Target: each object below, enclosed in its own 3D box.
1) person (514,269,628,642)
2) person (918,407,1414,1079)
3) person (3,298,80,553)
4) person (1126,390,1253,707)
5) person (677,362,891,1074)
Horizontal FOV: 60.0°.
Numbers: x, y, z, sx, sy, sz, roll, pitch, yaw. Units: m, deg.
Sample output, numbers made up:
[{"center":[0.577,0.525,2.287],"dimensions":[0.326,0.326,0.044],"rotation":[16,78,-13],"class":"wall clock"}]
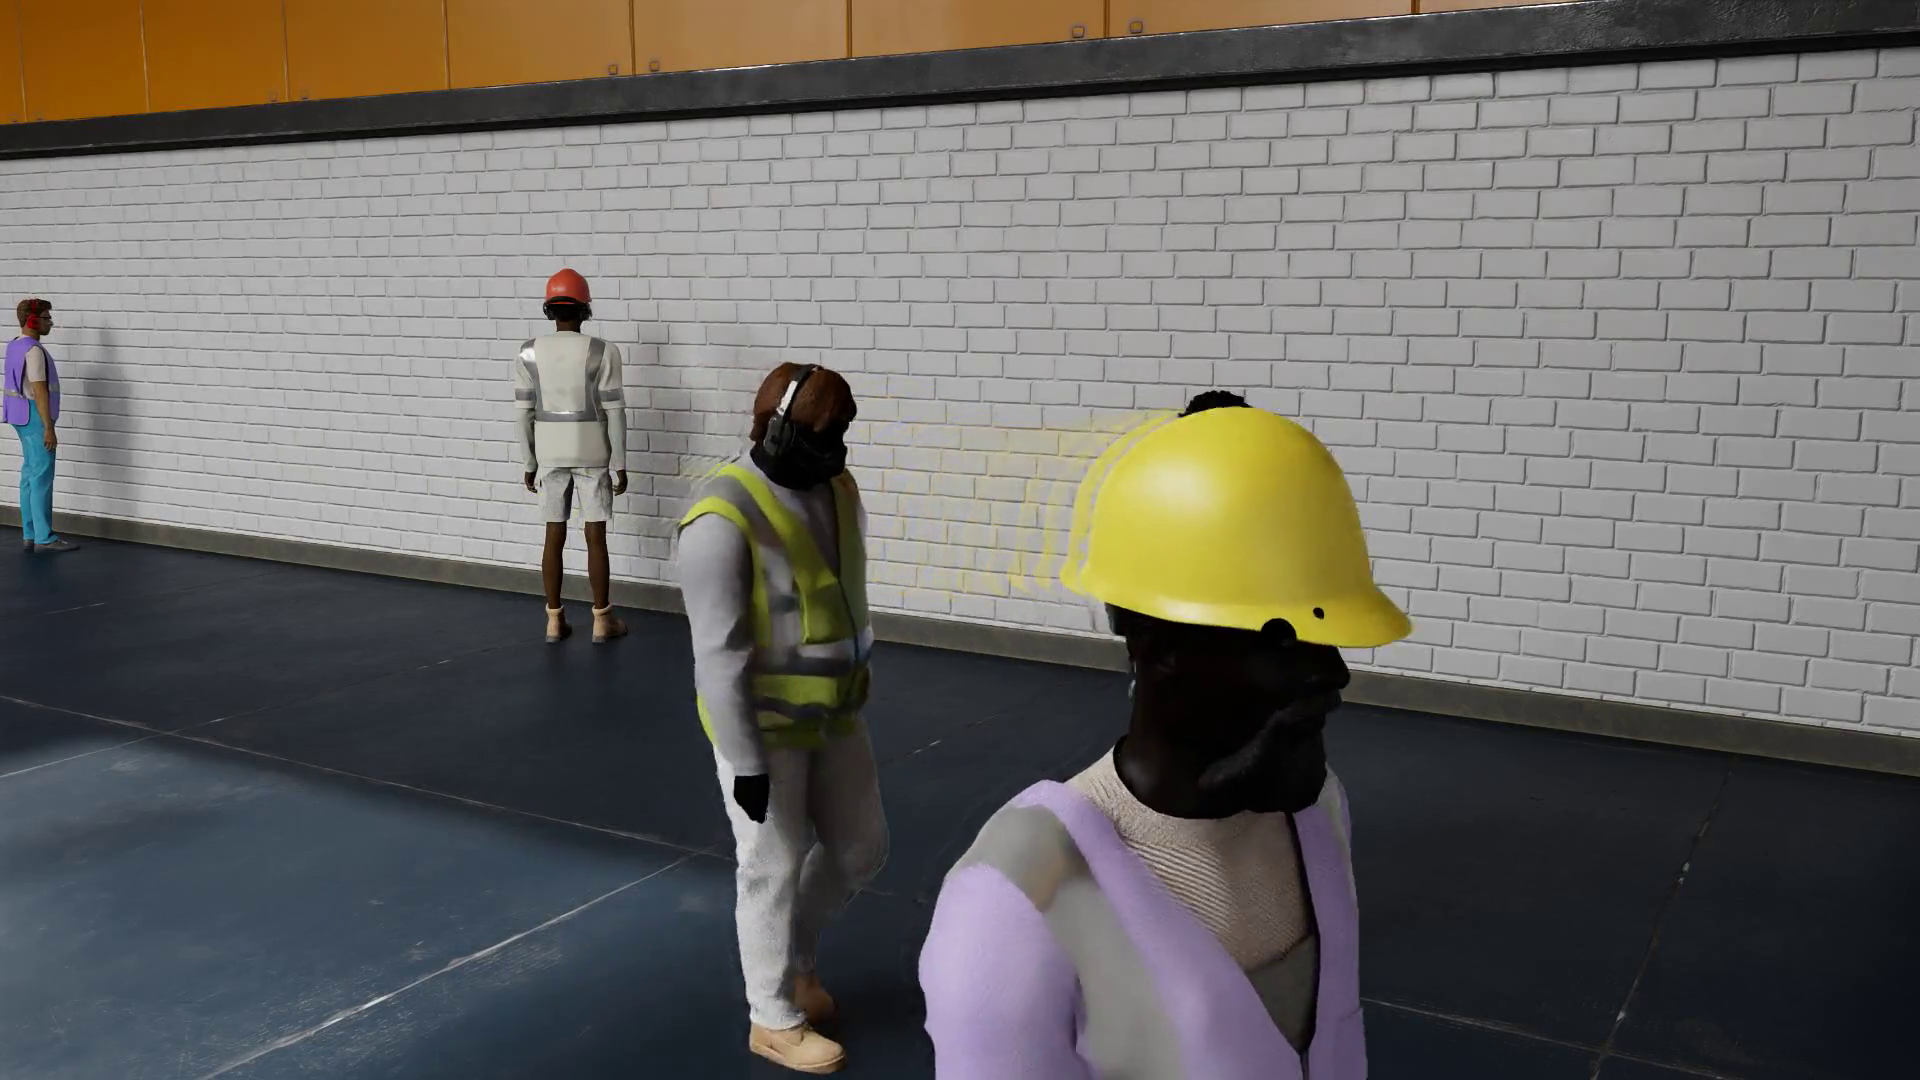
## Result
[{"center":[-2.113,-0.452,9.120],"dimensions":[0.610,2.048,0.366],"rotation":[1,9,4],"class":"person"},{"center":[0.175,0.816,1.632],"dimensions":[0.726,1.908,0.603],"rotation":[8,12,41],"class":"person"},{"center":[-6.736,-0.828,12.106],"dimensions":[0.373,1.840,0.570],"rotation":[-8,12,-42],"class":"person"},{"center":[0.698,0.423,4.753],"dimensions":[0.540,1.695,0.317],"rotation":[7,12,38],"class":"person"},{"center":[-0.428,0.464,4.143],"dimensions":[0.454,1.814,0.660],"rotation":[5,11,31],"class":"person"}]
